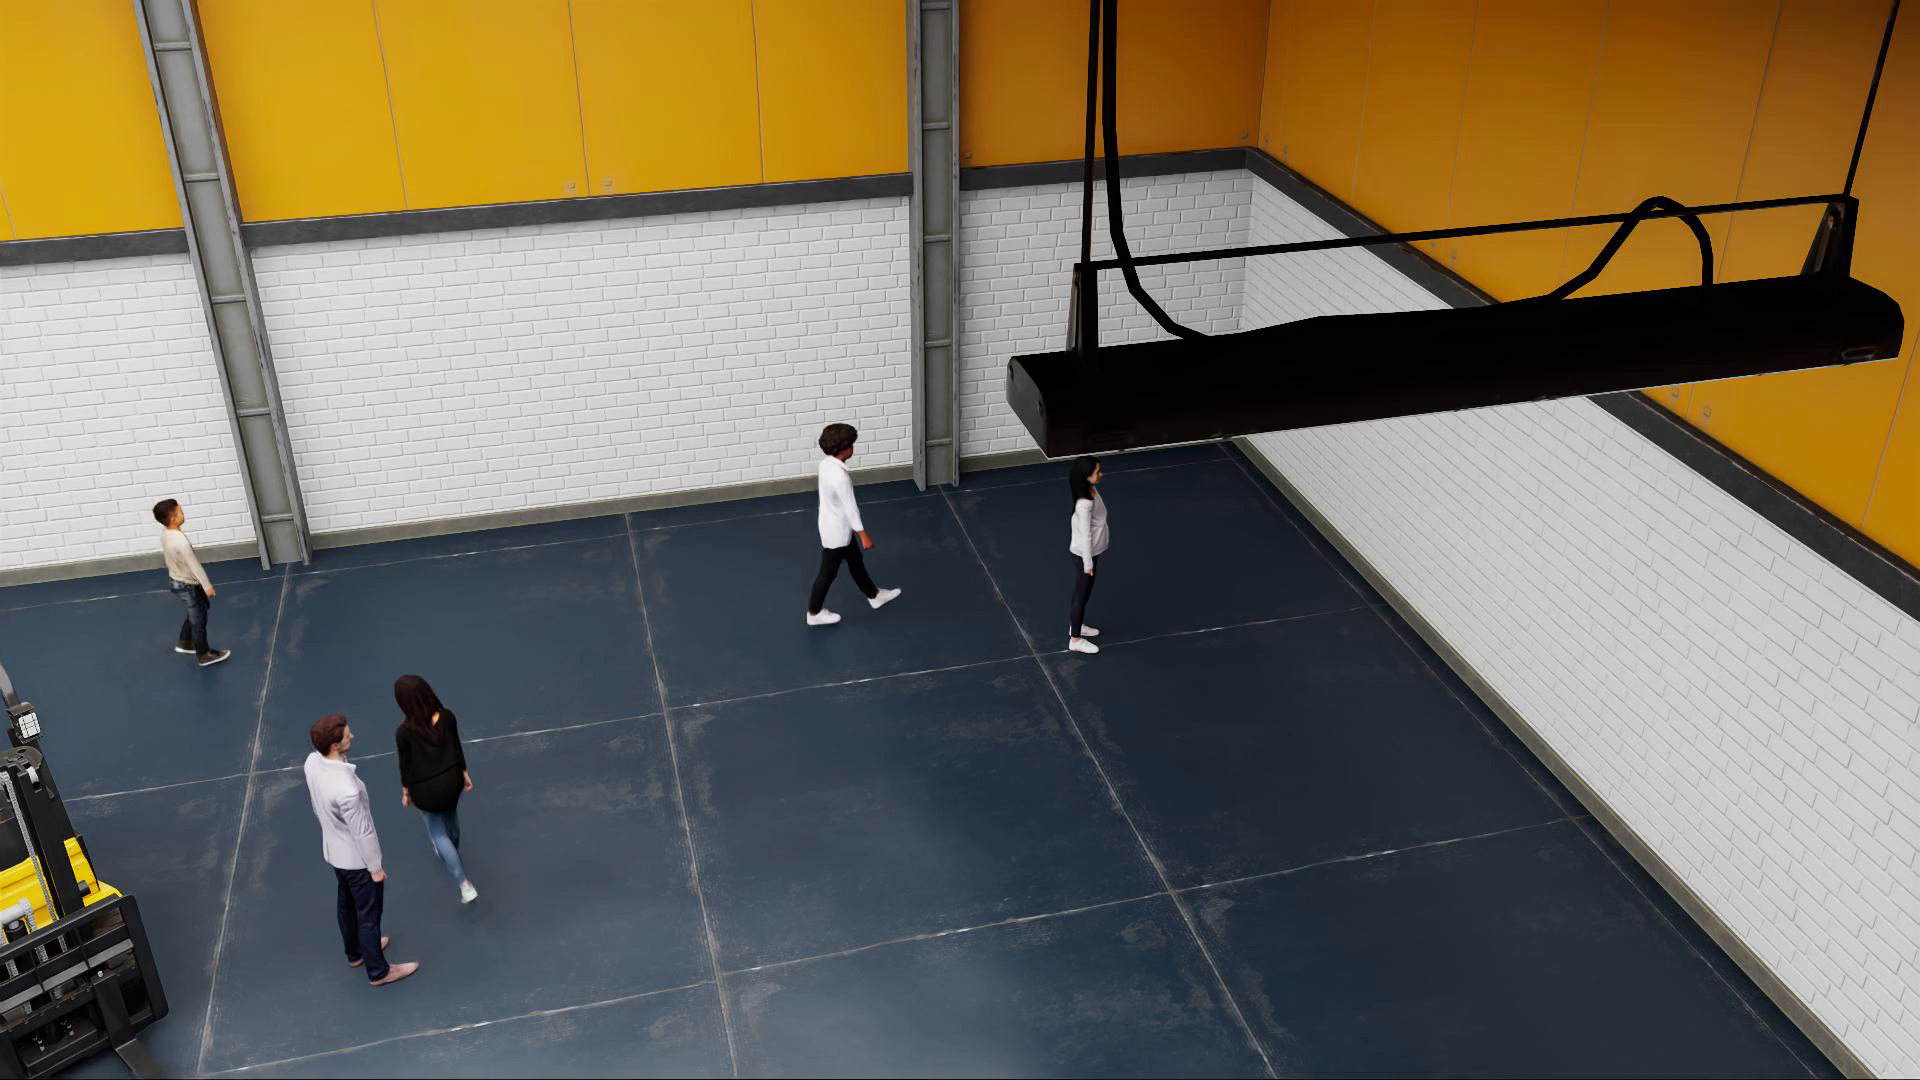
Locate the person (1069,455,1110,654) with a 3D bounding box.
[{"bbox_3d":[1.002,0.088,13.298,0.670,1.700,0.691,2,29,4],"label":"person"}]

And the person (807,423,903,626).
[{"bbox_3d":[-1.081,-0.078,13.530,1.045,1.769,0.646,-6,29,-11],"label":"person"}]

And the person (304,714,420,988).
[{"bbox_3d":[-3.641,1.840,9.931,0.762,1.848,0.753,25,37,38],"label":"person"}]

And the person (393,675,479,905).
[{"bbox_3d":[-3.320,1.605,10.605,1.035,1.617,0.938,-22,35,-34],"label":"person"}]

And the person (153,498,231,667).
[{"bbox_3d":[-6.124,0.366,13.044,0.709,1.455,0.661,-24,37,-37],"label":"person"}]
